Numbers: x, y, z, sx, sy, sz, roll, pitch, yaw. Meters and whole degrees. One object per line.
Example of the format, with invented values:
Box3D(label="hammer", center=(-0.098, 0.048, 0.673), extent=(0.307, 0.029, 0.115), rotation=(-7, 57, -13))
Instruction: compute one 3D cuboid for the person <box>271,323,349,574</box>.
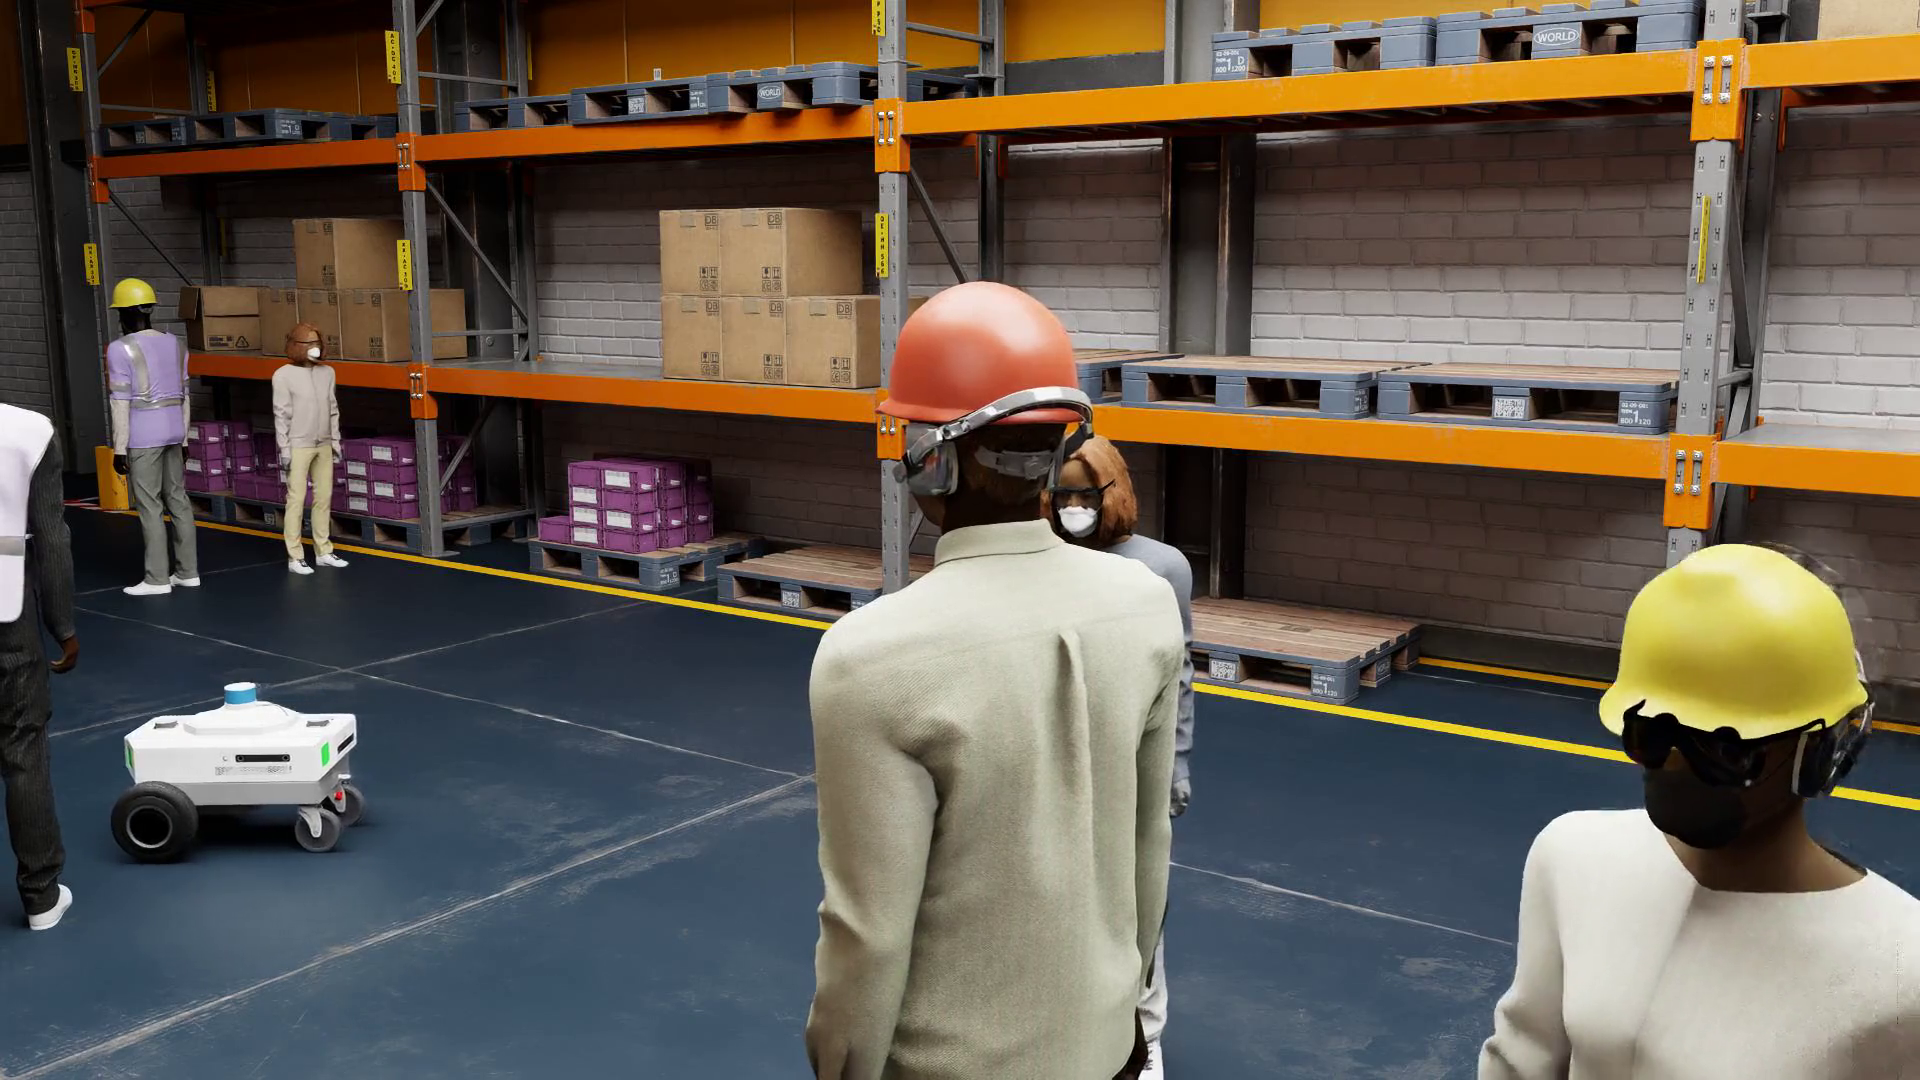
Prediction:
Box3D(label="person", center=(-4.231, -0.593, 10.810), extent=(0.284, 1.626, 0.492), rotation=(5, 11, 26))

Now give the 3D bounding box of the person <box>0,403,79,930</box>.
Box3D(label="person", center=(-2.957, 0.251, 4.952), extent=(0.582, 1.911, 0.391), rotation=(-3, 10, -17))

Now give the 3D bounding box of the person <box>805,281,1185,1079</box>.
Box3D(label="person", center=(0.039, 0.663, 2.227), extent=(0.622, 1.993, 0.381), rotation=(-9, 13, -42))

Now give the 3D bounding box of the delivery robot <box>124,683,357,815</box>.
Box3D(label="delivery robot", center=(-2.482, 0.739, 5.774), extent=(0.707, 0.478, 0.477), rotation=(-1, 9, -3))

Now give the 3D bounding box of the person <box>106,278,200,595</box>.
Box3D(label="person", center=(-4.931, -0.622, 10.117), extent=(0.402, 1.919, 0.588), rotation=(3, 10, 16))

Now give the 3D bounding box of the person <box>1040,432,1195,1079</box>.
Box3D(label="person", center=(0.316, 0.541, 4.063), extent=(0.510, 1.623, 0.283), rotation=(2, 10, 12))

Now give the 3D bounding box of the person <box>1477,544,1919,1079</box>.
Box3D(label="person", center=(0.752, 0.866, 1.735), extent=(0.349, 1.755, 0.537), rotation=(-5, 11, -26))
